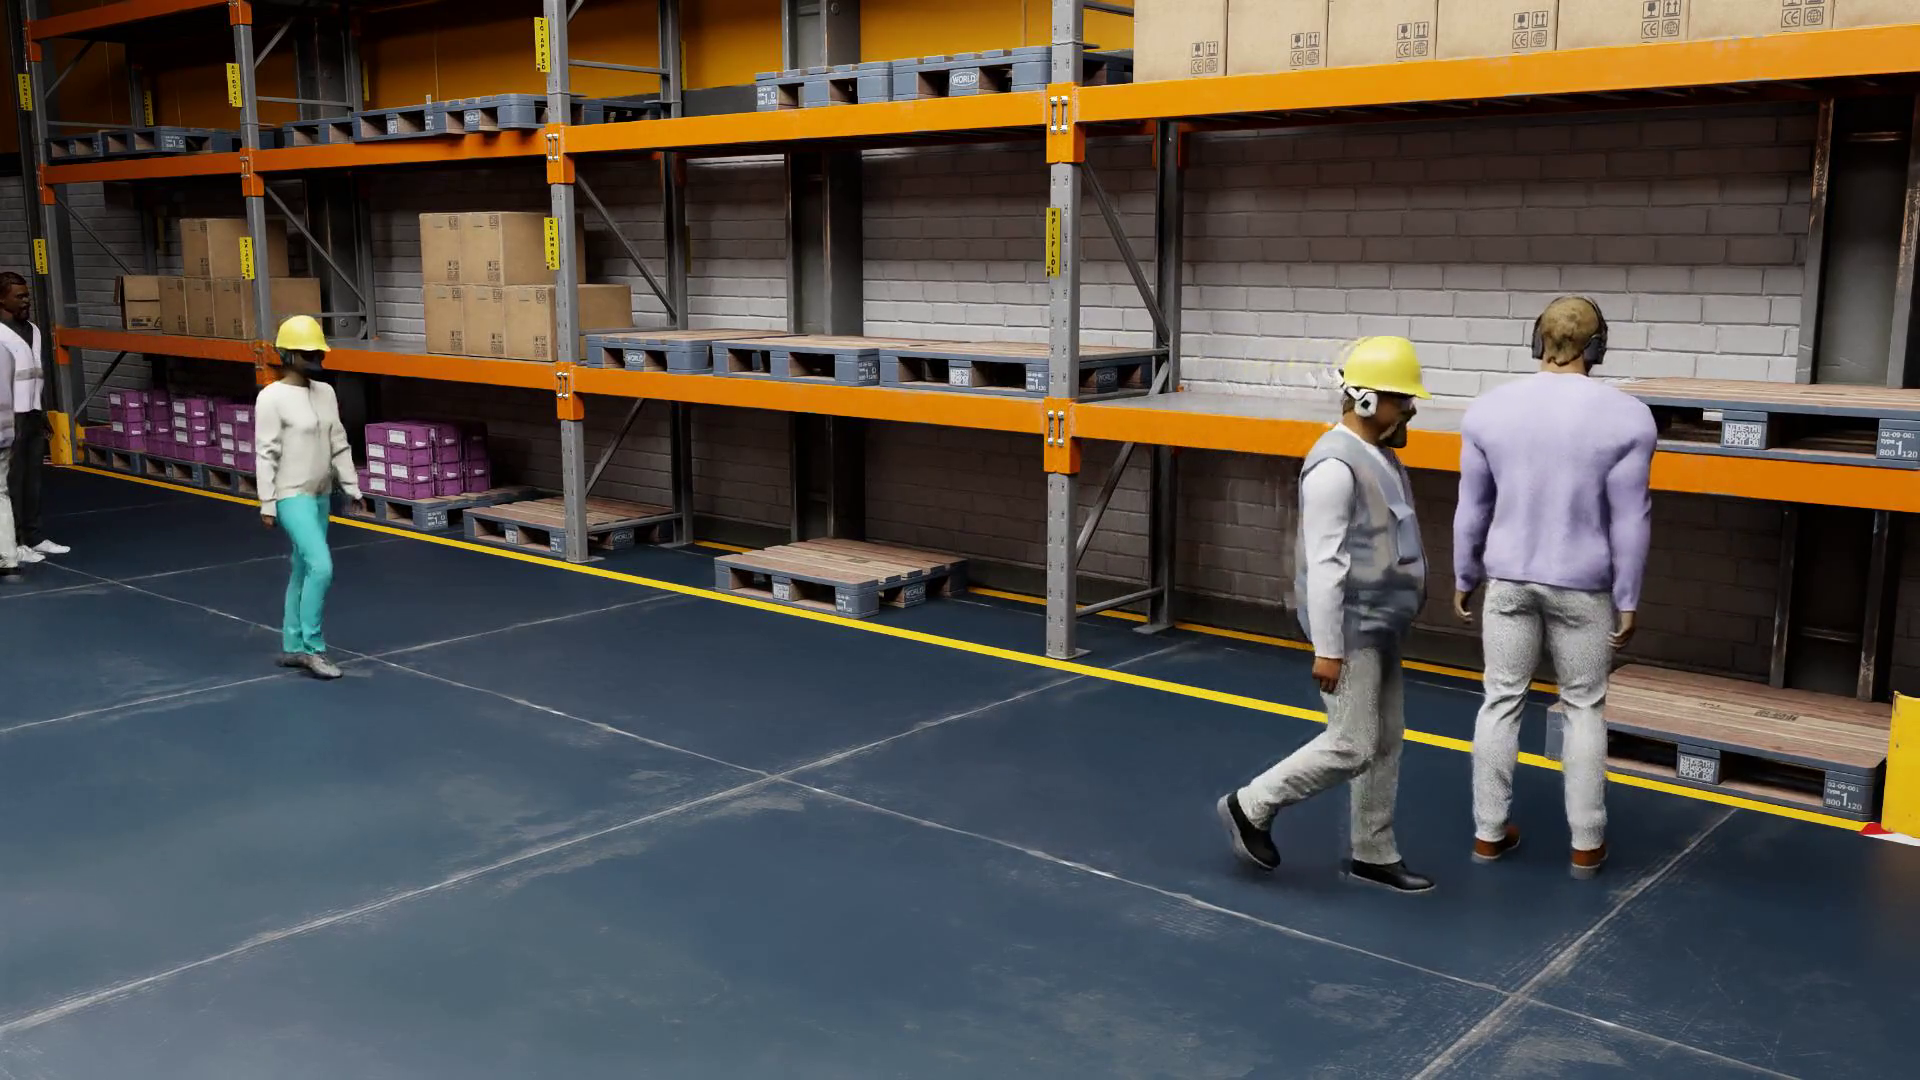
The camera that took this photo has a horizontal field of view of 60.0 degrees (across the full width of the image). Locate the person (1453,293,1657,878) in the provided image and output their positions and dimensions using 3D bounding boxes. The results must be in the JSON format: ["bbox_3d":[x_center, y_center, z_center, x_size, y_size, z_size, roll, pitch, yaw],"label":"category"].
[{"bbox_3d":[1.958,0.152,5.546,0.636,1.928,0.394,6,12,30],"label":"person"}]

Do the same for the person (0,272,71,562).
[{"bbox_3d":[-6.283,-0.818,11.088,0.383,1.918,0.597,0,10,0],"label":"person"}]

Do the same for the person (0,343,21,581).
[{"bbox_3d":[-6.069,-0.619,10.253,0.439,1.809,0.607,1,10,3],"label":"person"}]

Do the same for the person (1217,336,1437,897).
[{"bbox_3d":[1.211,0.254,5.311,0.599,1.808,0.605,5,11,28],"label":"person"}]

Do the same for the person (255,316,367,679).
[{"bbox_3d":[-3.122,-0.206,8.073,0.584,1.745,0.538,2,10,12],"label":"person"}]
